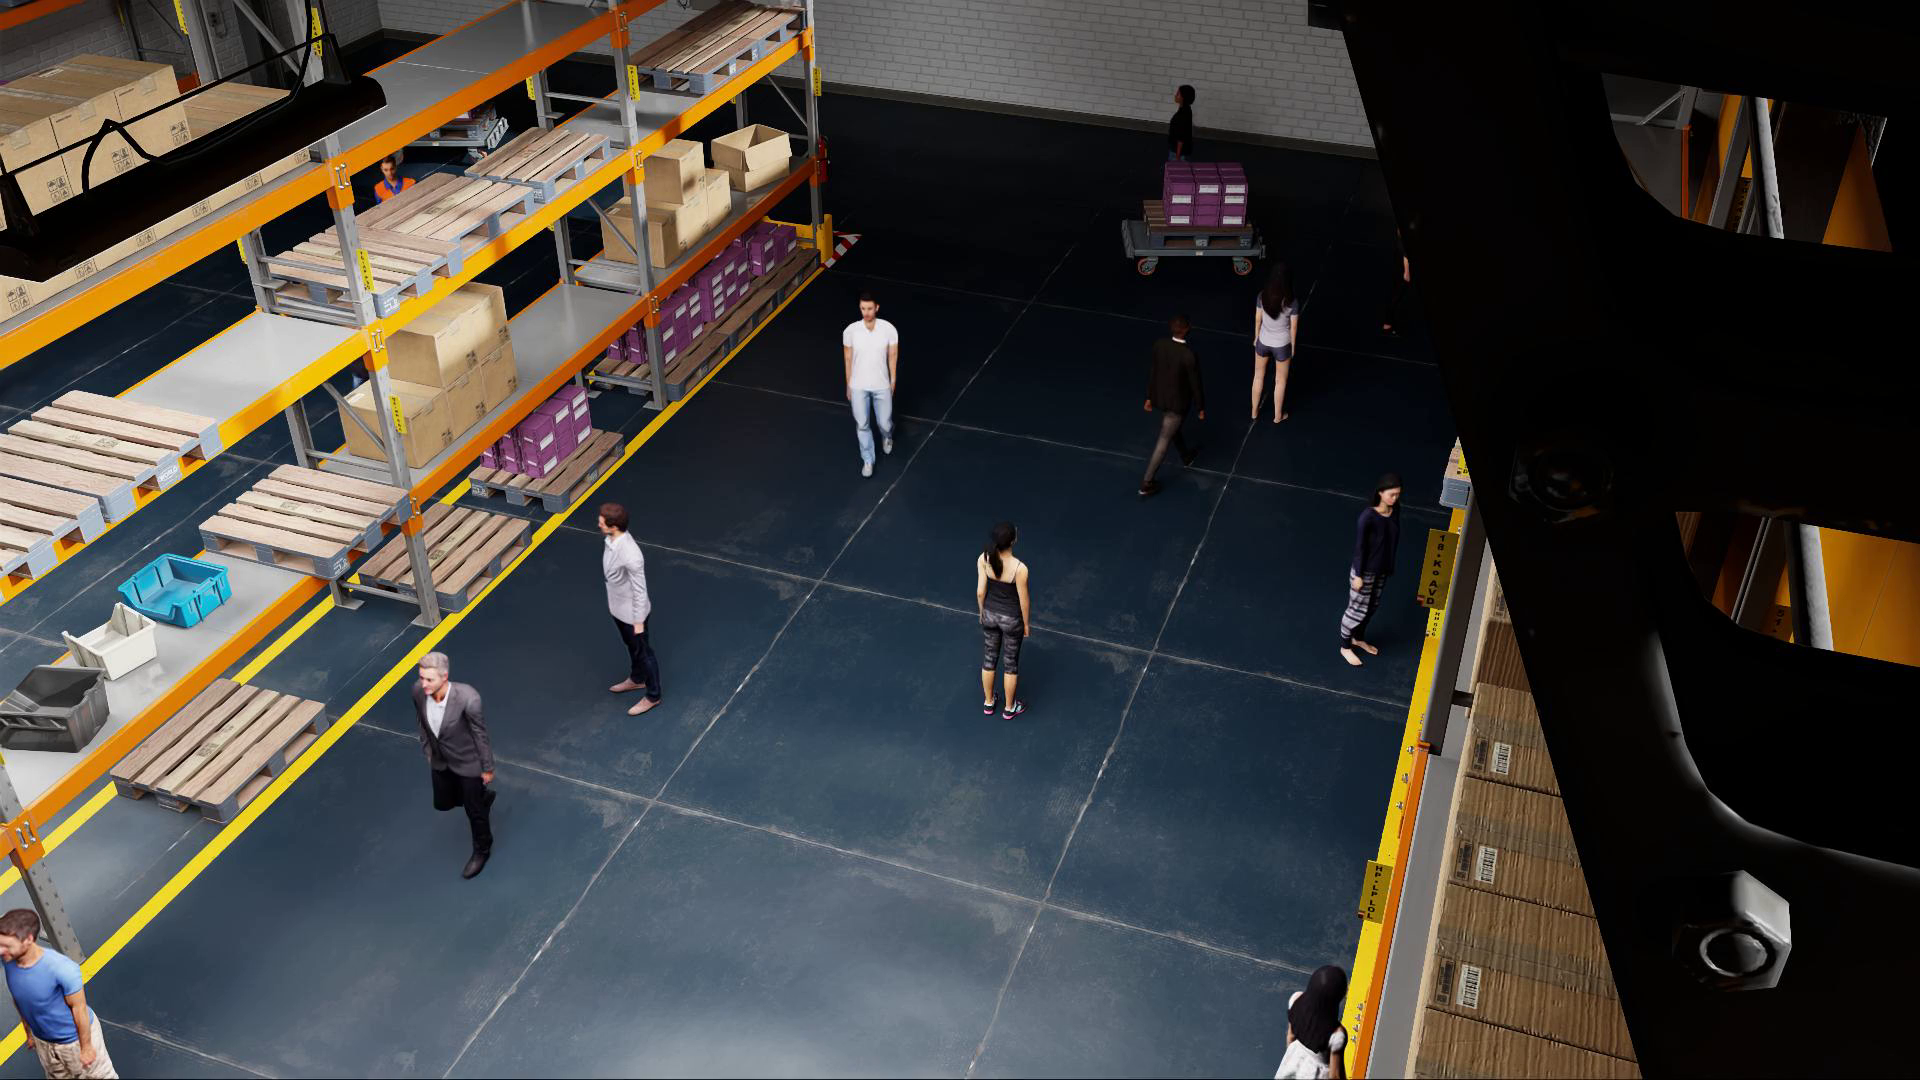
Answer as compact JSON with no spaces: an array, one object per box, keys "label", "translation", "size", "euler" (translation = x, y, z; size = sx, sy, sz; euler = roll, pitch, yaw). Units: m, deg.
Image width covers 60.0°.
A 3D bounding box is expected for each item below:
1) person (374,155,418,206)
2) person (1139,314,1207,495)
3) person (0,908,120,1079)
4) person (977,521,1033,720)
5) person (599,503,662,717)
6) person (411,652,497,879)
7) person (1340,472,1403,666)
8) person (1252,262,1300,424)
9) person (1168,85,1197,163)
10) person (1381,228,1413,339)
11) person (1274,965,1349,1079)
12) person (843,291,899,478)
[{"label":"person","translation":[-6.228,-3.462,18.671],"size":[1.090,1.837,1.139],"euler":[-14,36,-21]},{"label":"person","translation":[1.905,-1.214,15.371],"size":[1.286,1.748,1.056],"euler":[-27,42,-34]},{"label":"person","translation":[-5.015,2.745,9.309],"size":[0.653,1.864,0.571],"euler":[9,35,14]},{"label":"person","translation":[0.318,0.606,12.649],"size":[0.589,1.728,0.551],"euler":[15,36,21]},{"label":"person","translation":[-2.520,0.488,12.719],"size":[0.808,1.848,0.766],"euler":[-18,37,-24]},{"label":"person","translation":[-3.363,1.438,11.313],"size":[0.744,1.822,0.842],"euler":[10,35,15]},{"label":"person","translation":[3.276,0.197,13.263],"size":[0.626,1.732,0.743],"euler":[-24,41,-32]},{"label":"person","translation":[3.124,-1.970,16.546],"size":[0.628,1.706,0.579],"euler":[18,38,25]},{"label":"person","translation":[2.849,-4.869,20.927],"size":[0.822,1.682,0.937],"euler":[1,34,1]},{"label":"person","translation":[4.844,-3.054,18.172],"size":[0.674,1.711,0.500],"euler":[7,34,11]},{"label":"person","translation":[1.898,2.972,9.053],"size":[0.821,1.769,0.783],"euler":[-20,39,-28]},{"label":"person","translation":[-0.836,-1.515,15.732],"size":[0.805,1.848,0.944],"euler":[3,34,4]}]
